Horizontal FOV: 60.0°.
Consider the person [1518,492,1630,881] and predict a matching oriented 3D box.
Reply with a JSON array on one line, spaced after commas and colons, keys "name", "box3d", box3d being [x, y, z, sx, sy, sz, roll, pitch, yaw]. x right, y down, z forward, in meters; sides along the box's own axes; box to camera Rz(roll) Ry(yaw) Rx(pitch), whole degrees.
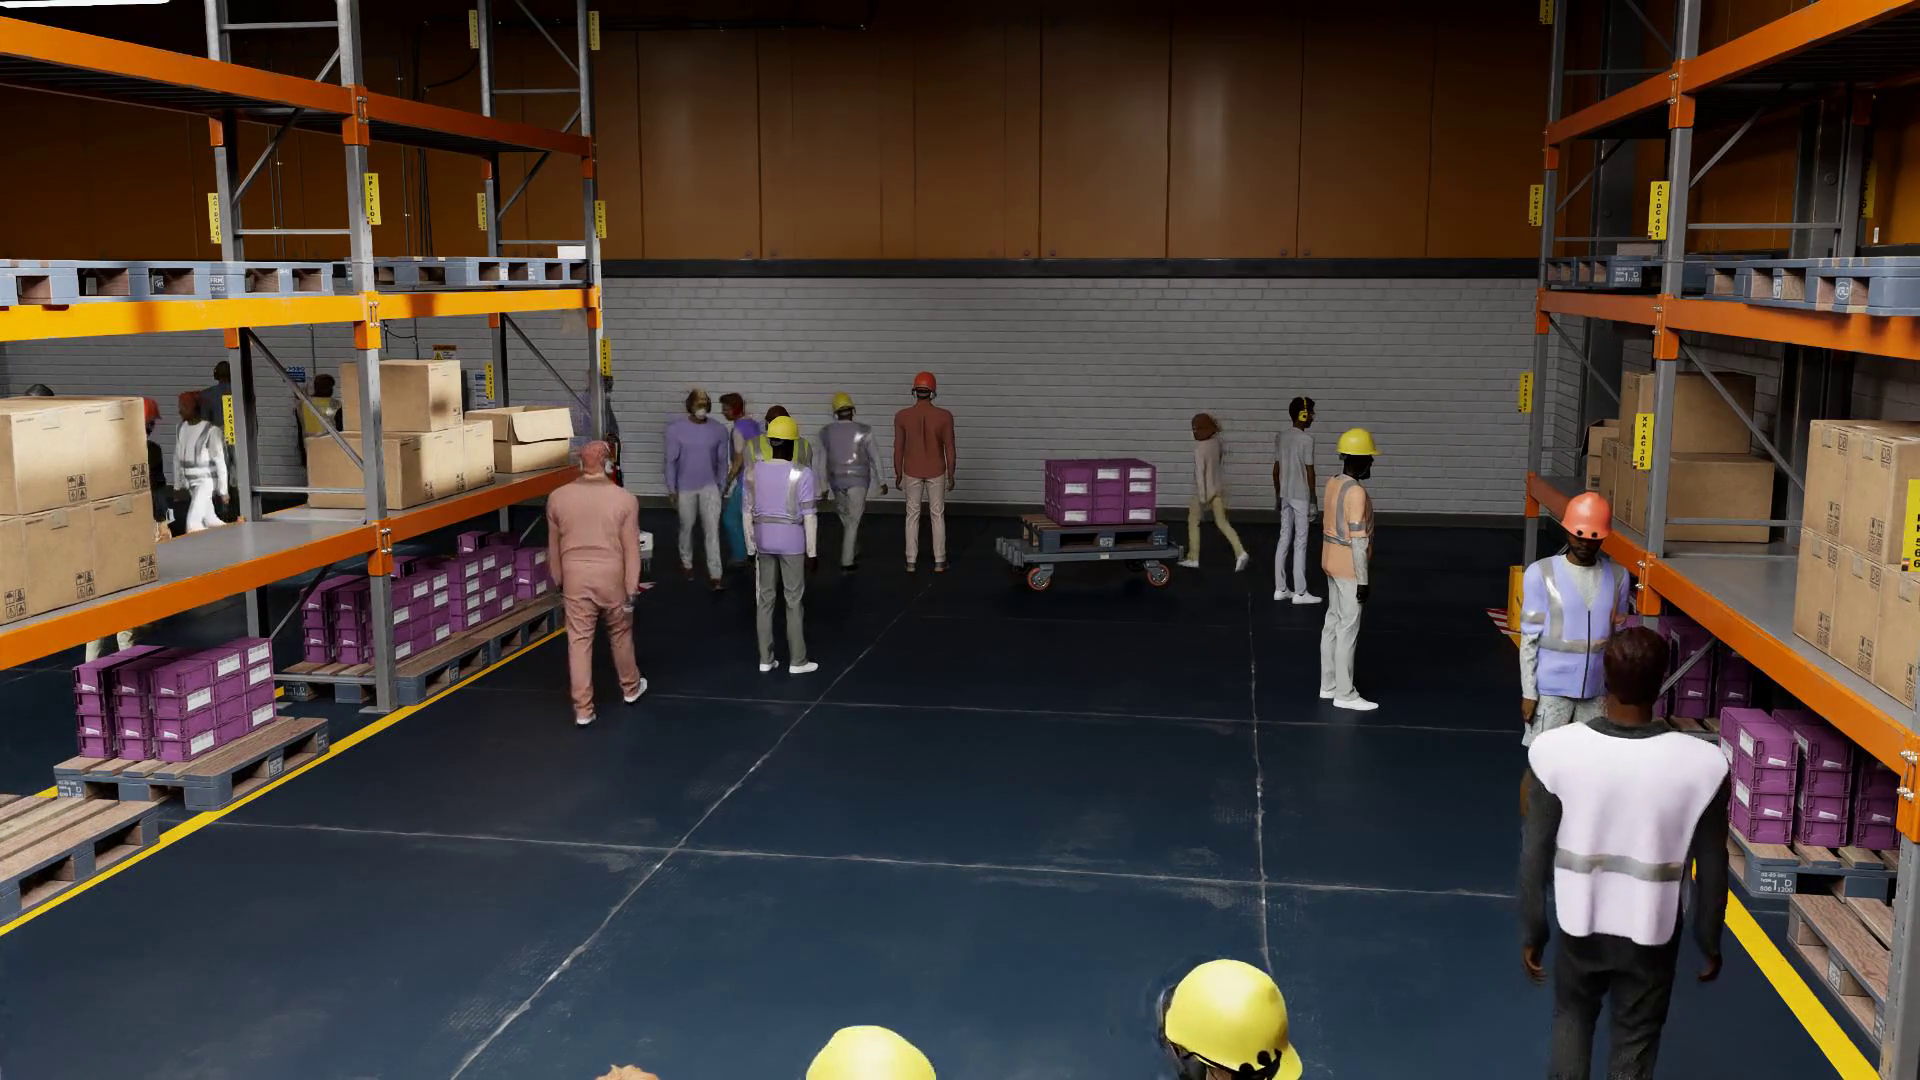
[{"name": "person", "box3d": [3.010, 0.719, 8.153, 0.542, 1.931, 0.376, -1, 9, -7]}]

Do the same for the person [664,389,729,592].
[{"name": "person", "box3d": [-2.492, -0.485, 15.755, 0.640, 1.892, 1.028, -3, 10, -17]}]

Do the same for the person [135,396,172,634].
[{"name": "person", "box3d": [-6.713, -0.193, 13.646, 0.716, 1.970, 0.442, 4, 10, 25]}]

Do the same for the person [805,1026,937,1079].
[{"name": "person", "box3d": [-0.086, 1.690, 2.638, 0.406, 1.785, 0.665, -2, 9, -11]}]

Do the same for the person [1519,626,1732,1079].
[{"name": "person", "box3d": [2.080, 1.206, 5.227, 0.598, 1.902, 0.449, 5, 10, 27]}]

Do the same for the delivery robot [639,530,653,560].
[{"name": "delivery robot", "box3d": [-3.338, 0.056, 16.181, 0.477, 0.478, 0.707, 8, 12, 41]}]

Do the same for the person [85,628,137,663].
[{"name": "person", "box3d": [-5.706, 0.268, 11.136, 0.523, 1.865, 0.317, 0, 9, -2]}]

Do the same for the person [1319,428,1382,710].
[{"name": "person", "box3d": [2.669, 0.196, 11.389, 0.367, 1.927, 0.587, -1, 9, -8]}]

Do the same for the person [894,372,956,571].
[{"name": "person", "box3d": [-0.347, -0.674, 16.544, 0.622, 1.994, 0.380, 0, 9, 2]}]

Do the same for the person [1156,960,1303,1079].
[{"name": "person", "box3d": [0.415, 1.615, 3.194, 0.439, 1.743, 0.540, 9, 13, 44]}]

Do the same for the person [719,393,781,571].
[{"name": "person", "box3d": [-2.113, -0.559, 16.469, 0.733, 1.785, 0.572, 1, 9, 8]}]

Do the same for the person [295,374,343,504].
[{"name": "person", "box3d": [-7.245, -0.980, 18.954, 0.642, 1.823, 0.541, 2, 9, 11]}]

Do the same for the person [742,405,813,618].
[{"name": "person", "box3d": [-1.563, -0.245, 14.371, 0.633, 1.843, 0.429, -3, 10, -16]}]

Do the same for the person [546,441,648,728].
[{"name": "person", "box3d": [-2.415, 0.265, 11.147, 0.662, 1.863, 0.943, 0, 9, 2]}]

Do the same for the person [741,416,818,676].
[{"name": "person", "box3d": [-1.320, 0.042, 12.339, 0.591, 1.926, 0.386, 3, 10, 20]}]

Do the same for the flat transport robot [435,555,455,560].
[{"name": "flat transport robot", "box3d": [-4.880, 0.354, 15.508, 0.652, 0.197, 1.431, 1, 9, 9]}]

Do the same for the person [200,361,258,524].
[{"name": "person", "box3d": [-8.584, -1.135, 19.560, 0.632, 1.940, 0.368, -5, 11, -30]}]

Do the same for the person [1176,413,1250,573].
[{"name": "person", "box3d": [2.507, -0.471, 16.511, 0.515, 1.592, 0.795, -9, 13, -43]}]

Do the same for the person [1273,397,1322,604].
[{"name": "person", "box3d": [3.039, -0.357, 14.998, 0.328, 1.865, 0.517, -6, 11, -32]}]

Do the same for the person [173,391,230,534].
[{"name": "person", "box3d": [-7.380, -0.553, 16.307, 0.564, 1.848, 0.960, 6, 11, 33]}]

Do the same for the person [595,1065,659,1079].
[{"name": "person", "box3d": [-0.576, 1.704, 2.989, 0.507, 1.632, 0.282, -1, 9, -6]}]

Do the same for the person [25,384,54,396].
[{"name": "person", "box3d": [-7.756, -0.316, 14.196, 0.537, 2.000, 0.682, 7, 11, 36]}]

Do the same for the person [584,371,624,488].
[{"name": "person", "box3d": [-4.018, -1.032, 19.108, 0.739, 1.880, 0.674, -2, 9, -12]}]

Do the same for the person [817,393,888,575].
[{"name": "person", "box3d": [-1.068, -0.577, 16.618, 0.623, 1.769, 0.946, 3, 10, 17]}]
